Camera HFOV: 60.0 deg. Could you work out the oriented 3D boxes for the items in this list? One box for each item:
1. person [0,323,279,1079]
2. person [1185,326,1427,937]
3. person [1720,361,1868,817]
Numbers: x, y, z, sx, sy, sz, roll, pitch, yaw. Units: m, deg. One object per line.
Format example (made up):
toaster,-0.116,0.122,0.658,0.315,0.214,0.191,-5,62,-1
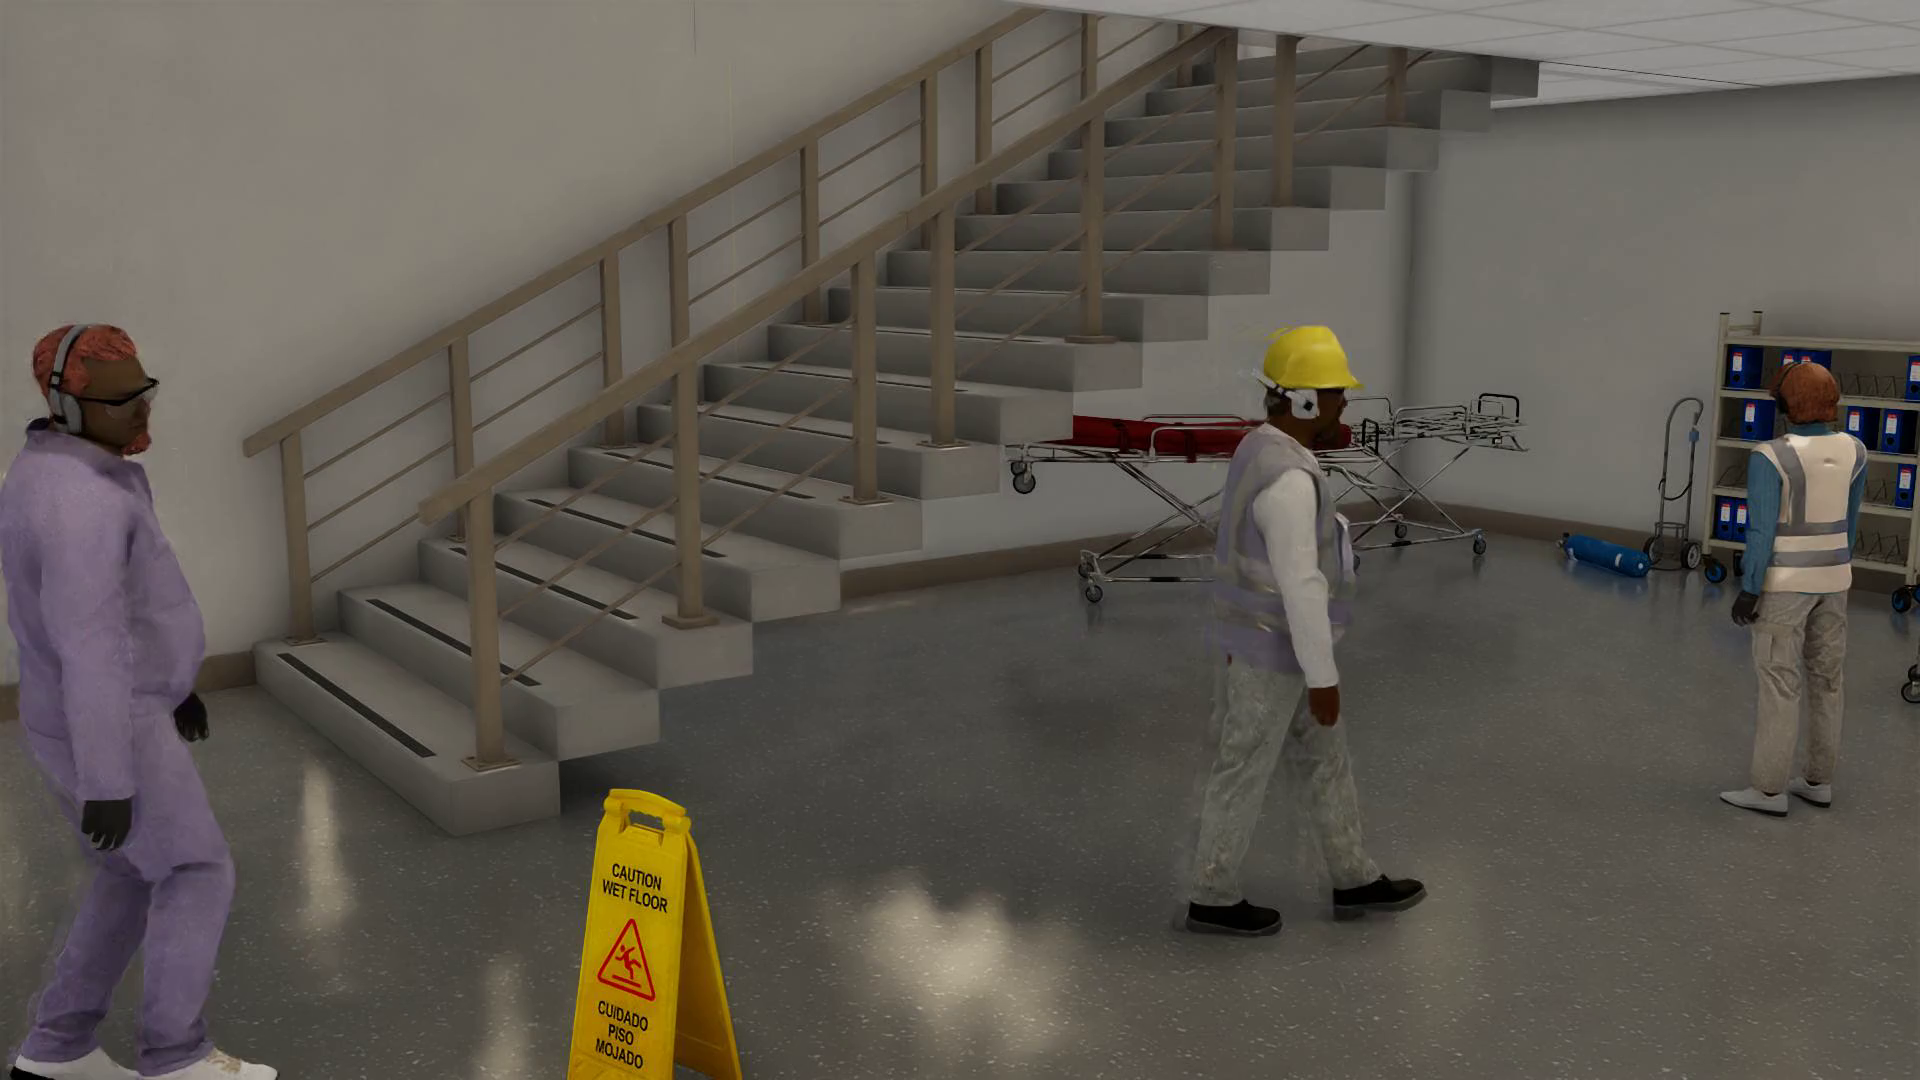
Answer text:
person,-1.959,0.438,3.825,0.566,1.862,0.677,-7,12,-35
person,1.056,0.293,4.823,0.829,1.801,0.626,1,10,6
person,3.001,0.180,5.973,0.515,1.636,0.314,-4,11,-20
